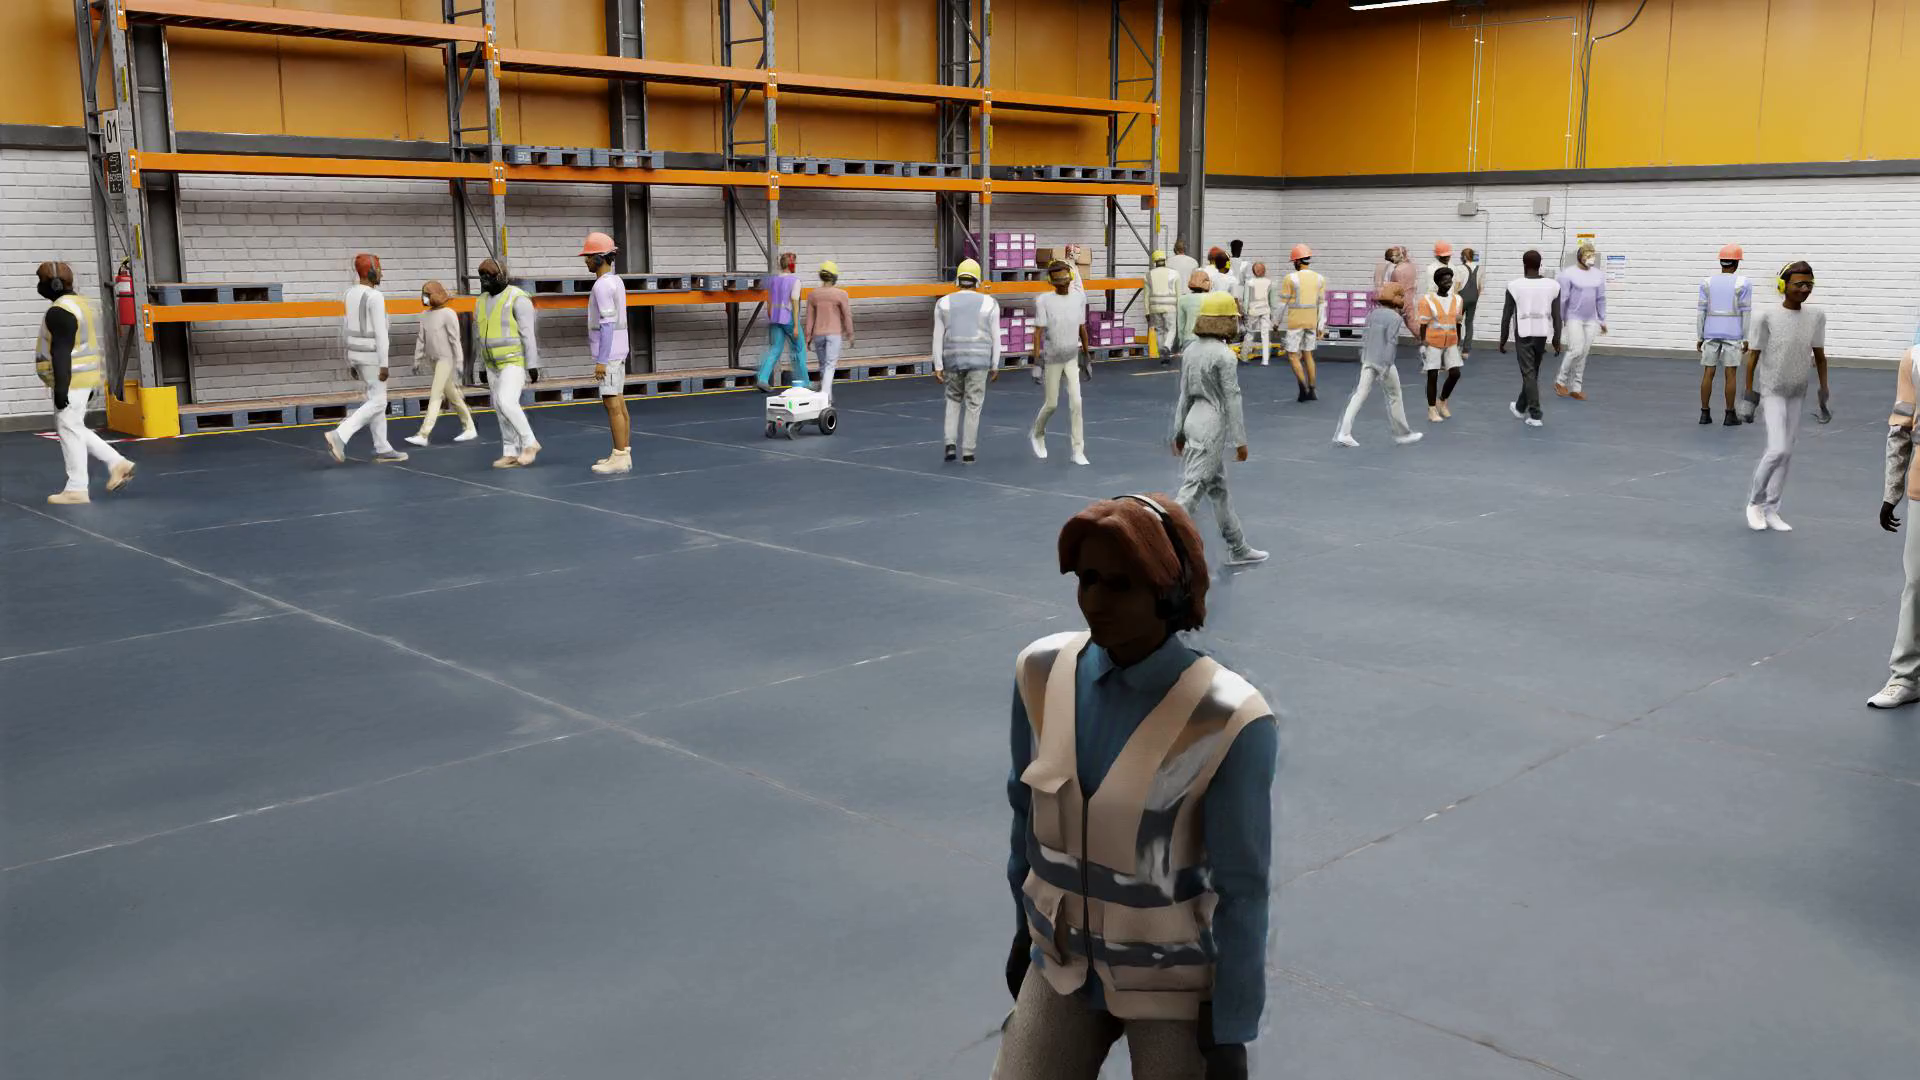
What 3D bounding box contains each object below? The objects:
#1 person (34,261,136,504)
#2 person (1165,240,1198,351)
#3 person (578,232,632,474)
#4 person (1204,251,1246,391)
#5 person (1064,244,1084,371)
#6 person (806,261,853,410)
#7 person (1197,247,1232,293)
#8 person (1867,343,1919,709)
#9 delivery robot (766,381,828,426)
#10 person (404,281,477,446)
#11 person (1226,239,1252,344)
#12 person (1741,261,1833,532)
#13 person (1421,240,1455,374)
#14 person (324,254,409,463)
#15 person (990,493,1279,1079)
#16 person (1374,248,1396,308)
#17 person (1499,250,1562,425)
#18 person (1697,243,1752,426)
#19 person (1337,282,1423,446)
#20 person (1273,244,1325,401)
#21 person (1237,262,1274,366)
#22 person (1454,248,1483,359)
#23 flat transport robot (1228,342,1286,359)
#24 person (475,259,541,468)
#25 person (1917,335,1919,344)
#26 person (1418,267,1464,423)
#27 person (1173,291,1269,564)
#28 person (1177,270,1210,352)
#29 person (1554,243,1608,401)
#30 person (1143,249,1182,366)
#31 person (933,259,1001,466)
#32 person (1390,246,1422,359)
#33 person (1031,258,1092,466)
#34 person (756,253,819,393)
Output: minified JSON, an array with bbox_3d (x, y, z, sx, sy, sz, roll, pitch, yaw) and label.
[{"bbox_3d":[-6.671,-1.181,12.561,0.532,1.831,0.629,-4,11,-19],"label":"person"},{"bbox_3d":[3.837,-4.276,29.162,0.646,1.936,0.401,0,10,-3],"label":"person"},{"bbox_3d":[-3.026,-1.584,14.174,0.394,2.041,0.612,0,10,0],"label":"person"},{"bbox_3d":[3.309,-2.765,21.237,0.971,1.825,0.532,-8,13,-38],"label":"person"},{"bbox_3d":[1.653,-3.449,24.761,0.397,1.900,0.635,-1,10,-3],"label":"person"},{"bbox_3d":[-1.541,-2.374,19.391,0.548,1.725,0.833,3,11,18],"label":"person"},{"bbox_3d":[3.878,-3.574,25.607,0.593,1.823,1.009,0,10,-1],"label":"person"},{"bbox_3d":[4.156,-0.197,6.929,0.377,1.925,0.594,-9,14,-41],"label":"person"},{"bbox_3d":[-1.638,-1.360,16.758,0.477,0.478,0.707,6,12,29],"label":"delivery robot"},{"bbox_3d":[-5.079,-1.723,16.173,0.521,1.580,0.872,8,13,38],"label":"person"},{"bbox_3d":[4.787,-4.226,28.837,0.615,1.943,0.733,5,11,24],"label":"person"},{"bbox_3d":[5.645,-0.964,11.338,0.536,1.853,0.459,-2,11,-9],"label":"person"},{"bbox_3d":[6.955,-3.373,24.207,0.633,1.943,0.579,-7,13,-34],"label":"person"},{"bbox_3d":[-5.264,-1.578,14.628,0.732,1.866,0.587,-10,14,-44],"label":"person"},{"bbox_3d":[0.262,0.728,2.691,0.544,1.623,0.375,9,14,41],"label":"person"},{"bbox_3d":[7.596,-4.301,29.716,0.538,1.799,0.772,-2,11,-12],"label":"person"},{"bbox_3d":[6.156,-2.196,18.028,0.596,1.852,1.013,-1,10,-5],"label":"person"},{"bbox_3d":[8.157,-2.190,17.765,0.544,1.939,0.372,9,14,42],"label":"person"},{"bbox_3d":[4.037,-1.680,15.984,0.933,1.574,0.484,-5,11,-24],"label":"person"},{"bbox_3d":[4.172,-2.637,20.284,0.556,1.908,0.618,-4,11,-19],"label":"person"},{"bbox_3d":[4.629,-3.520,25.952,0.542,1.594,0.856,-2,11,-9],"label":"person"},{"bbox_3d":[8.319,-3.888,27.382,0.546,1.804,0.587,-2,11,-12],"label":"person"},{"bbox_3d":[4.796,-3.145,27.524,0.652,0.197,1.431,8,13,36],"label":"flat transport robot"},{"bbox_3d":[-3.937,-1.515,14.413,0.649,1.821,0.443,7,13,34],"label":"person"},{"bbox_3d":[10.507,-2.048,17.695,0.728,1.669,0.556,10,14,43],"label":"person"},{"bbox_3d":[5.197,-2.106,17.991,0.543,1.680,0.365,-2,11,-10],"label":"person"},{"bbox_3d":[1.491,-0.641,9.987,0.920,1.696,0.504,-4,11,-23],"label":"person"},{"bbox_3d":[2.697,-2.233,18.833,0.507,1.633,0.278,8,13,36],"label":"person"},{"bbox_3d":[7.612,-2.663,20.382,0.642,1.923,0.426,-4,11,-21],"label":"person"},{"bbox_3d":[3.107,-3.557,25.582,0.616,1.805,0.569,3,11,17],"label":"person"},{"bbox_3d":[0.069,-1.568,14.713,0.584,1.812,0.479,2,11,9],"label":"person"},{"bbox_3d":[7.304,-3.892,27.271,0.953,1.862,0.656,10,14,42],"label":"person"},{"bbox_3d":[0.880,-1.600,14.868,0.593,1.832,0.806,-5,11,-23],"label":"person"},{"bbox_3d":[-2.263,-2.793,21.428,0.580,1.807,0.945,10,14,42],"label":"person"}]
